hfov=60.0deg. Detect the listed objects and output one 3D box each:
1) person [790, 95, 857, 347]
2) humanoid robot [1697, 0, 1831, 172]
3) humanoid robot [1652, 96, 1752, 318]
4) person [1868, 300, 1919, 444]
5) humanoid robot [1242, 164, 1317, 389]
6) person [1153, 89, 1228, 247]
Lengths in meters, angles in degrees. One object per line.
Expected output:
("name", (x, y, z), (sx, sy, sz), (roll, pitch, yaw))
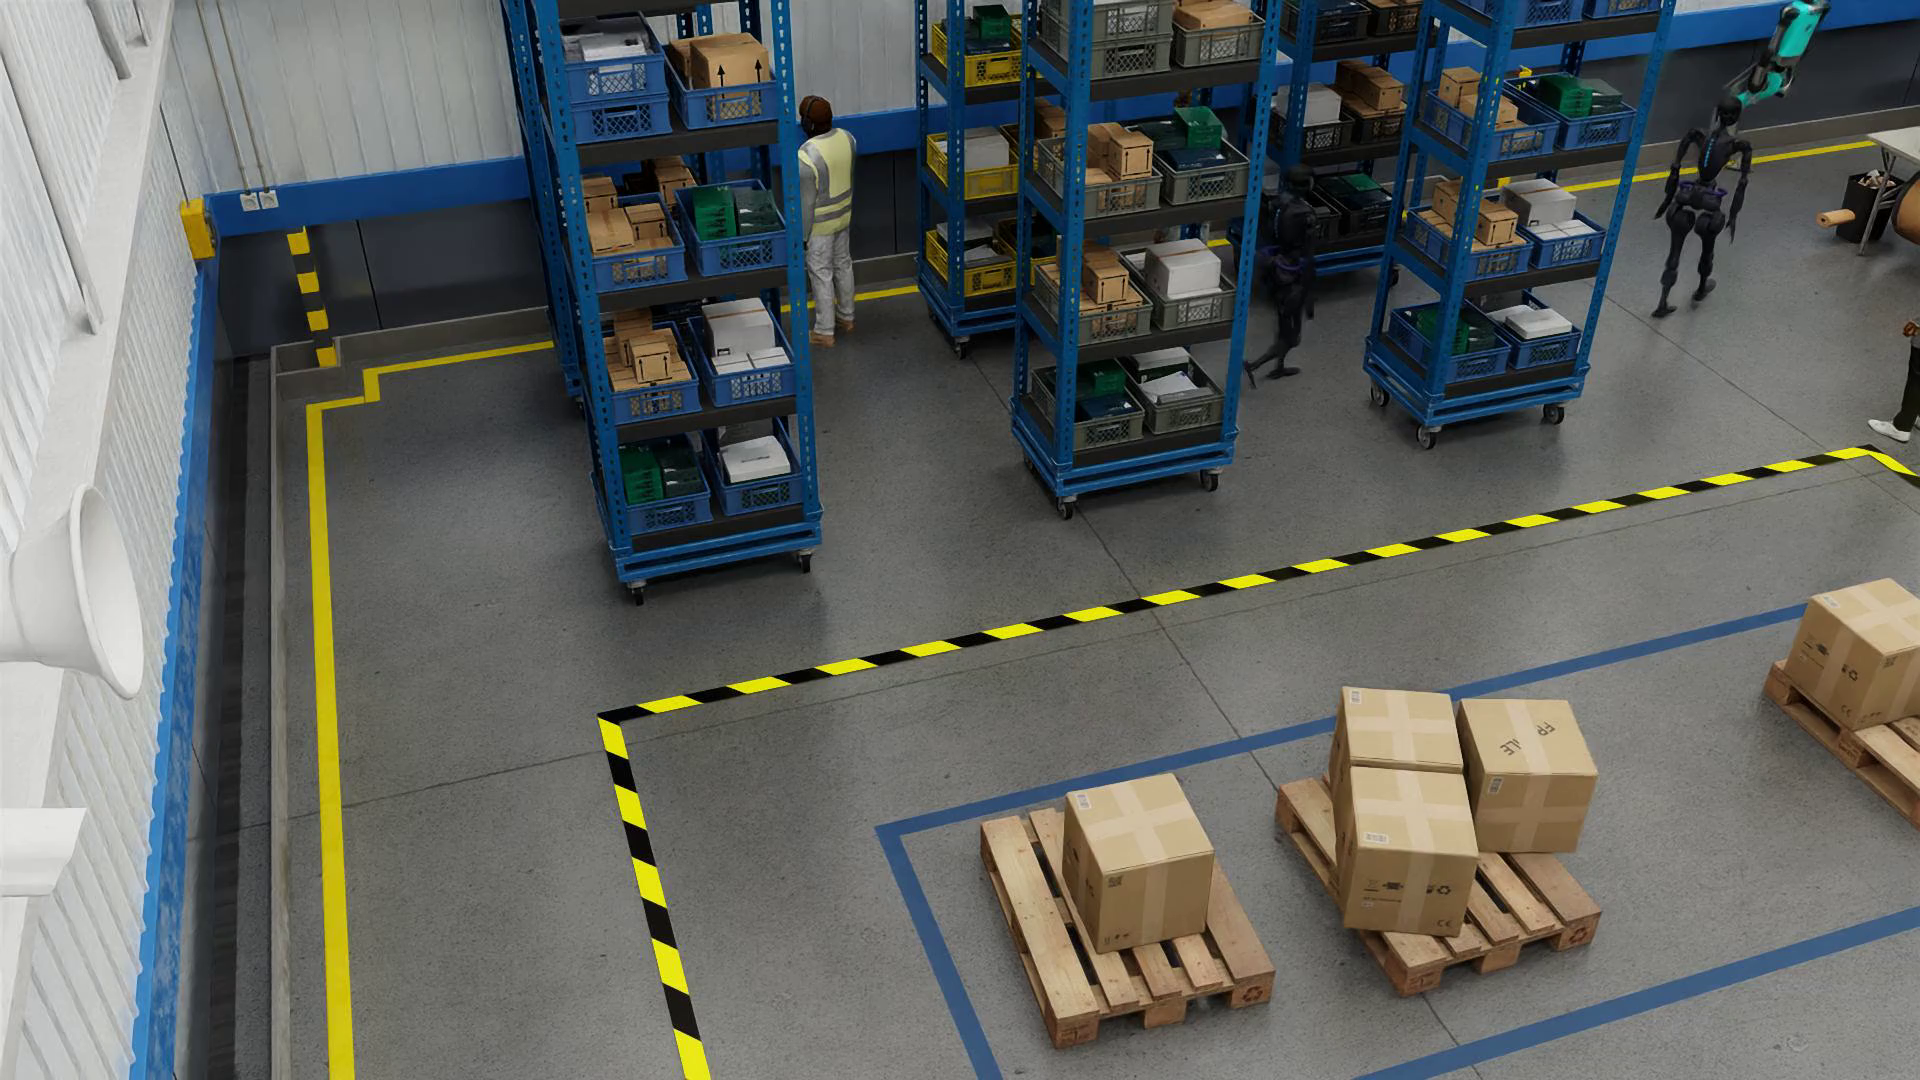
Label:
("person", (-0.990, -2.283, 11.928), (0.429, 1.842, 0.630), (20, 40, 26))
("humanoid robot", (6.926, -4.067, 14.544), (0.601, 1.770, 0.849), (-18, 39, -23))
("humanoid robot", (5.529, -2.493, 12.391), (0.610, 1.631, 0.698), (27, 43, 33))
("person", (6.405, -1.503, 10.813), (0.597, 1.850, 0.395), (-12, 37, -16))
("humanoid robot", (2.193, -1.809, 11.406), (0.532, 1.645, 0.597), (-12, 37, -17))
("person", (1.615, -2.318, 11.893), (0.371, 1.940, 0.627), (28, 44, 33))
